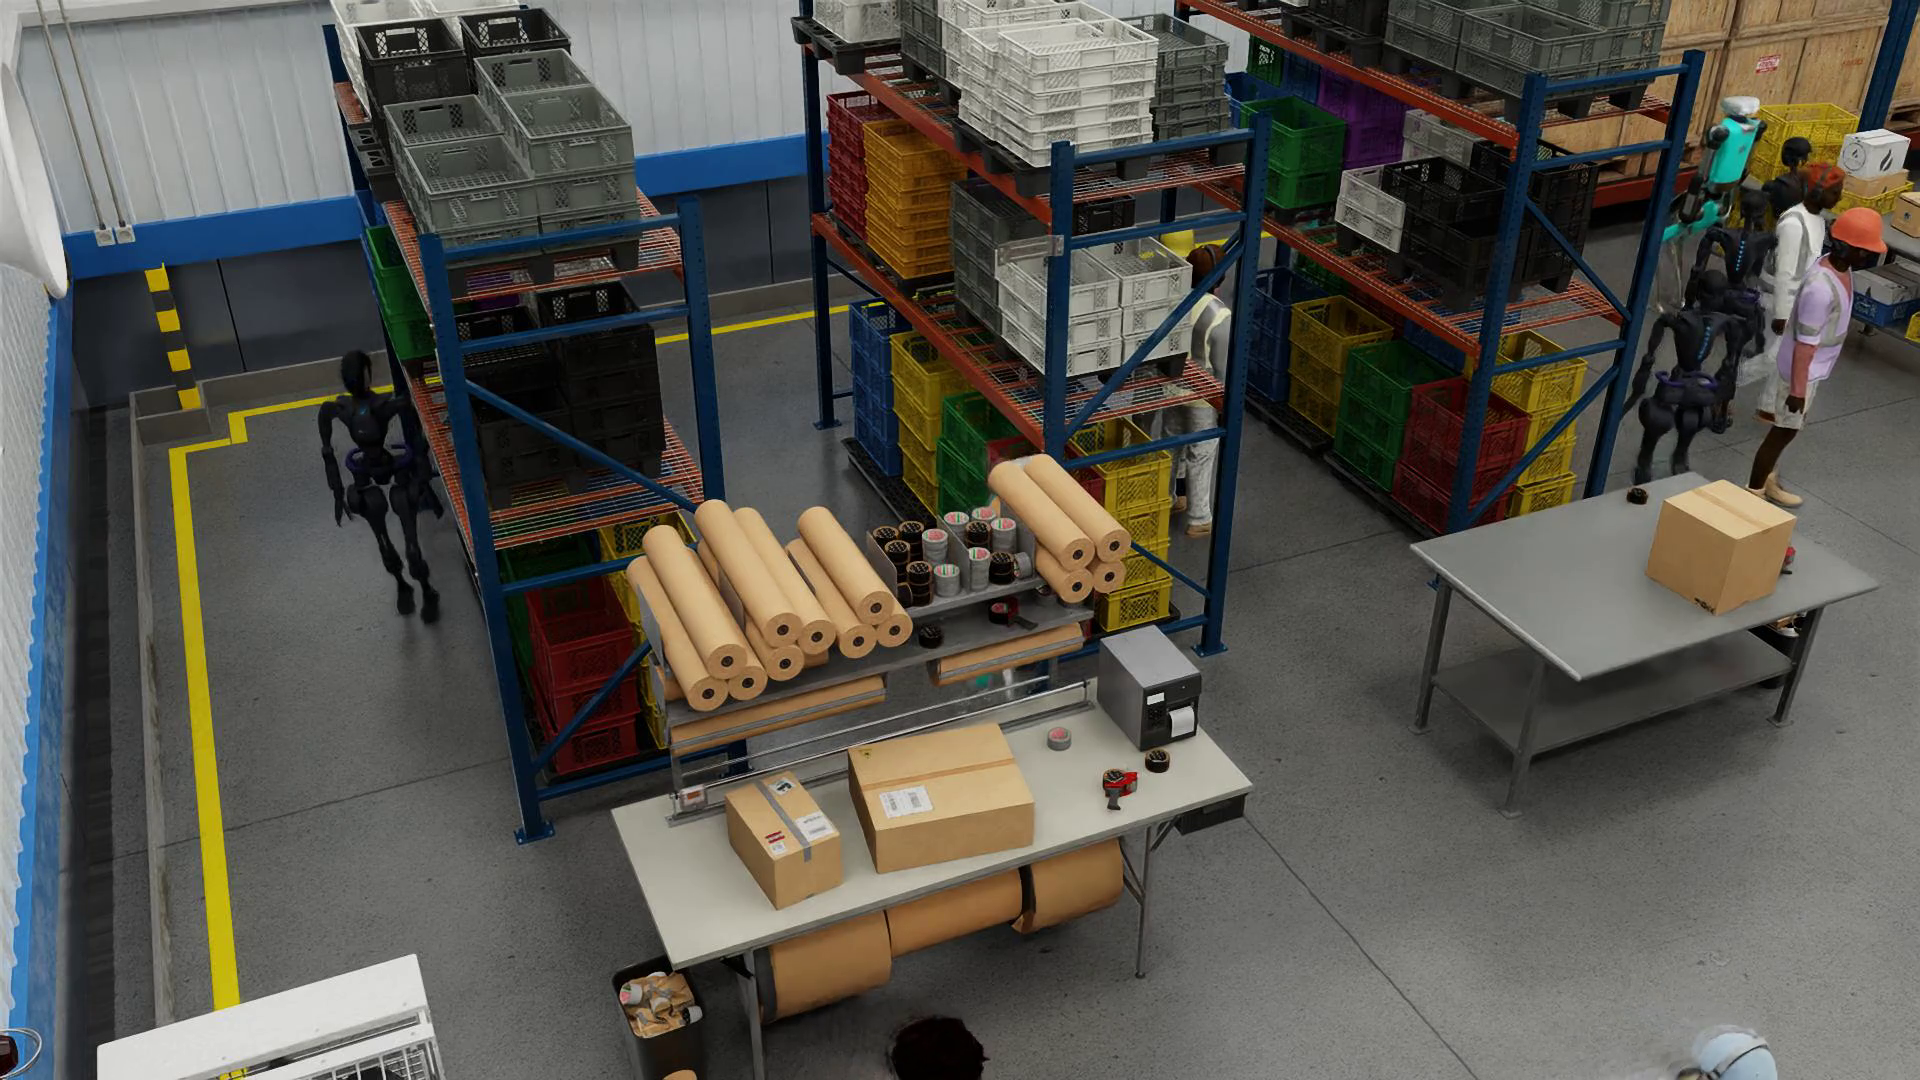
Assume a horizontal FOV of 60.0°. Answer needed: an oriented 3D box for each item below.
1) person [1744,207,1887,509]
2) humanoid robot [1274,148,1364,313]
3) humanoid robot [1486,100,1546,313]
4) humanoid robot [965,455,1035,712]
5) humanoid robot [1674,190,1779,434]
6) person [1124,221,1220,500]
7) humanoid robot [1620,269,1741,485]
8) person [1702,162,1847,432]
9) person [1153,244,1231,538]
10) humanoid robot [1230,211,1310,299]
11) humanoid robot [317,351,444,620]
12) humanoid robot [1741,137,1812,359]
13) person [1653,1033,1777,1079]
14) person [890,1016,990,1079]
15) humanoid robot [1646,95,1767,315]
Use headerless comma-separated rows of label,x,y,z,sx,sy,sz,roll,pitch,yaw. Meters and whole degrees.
person,5.105,-1.033,9.971,0.402,2.033,0.608,20,37,29
humanoid robot,2.702,-2.473,12.656,0.797,1.842,0.554,13,34,20
humanoid robot,4.264,-2.468,12.652,0.737,1.859,0.553,11,33,18
humanoid robot,0.205,0.371,8.078,0.538,1.907,0.702,-17,35,-25
humanoid robot,5.103,-1.527,11.093,0.599,1.657,0.315,15,35,22
person,1.276,-1.092,10.252,0.587,1.833,0.404,1,32,1
humanoid robot,4.305,-0.815,9.962,0.591,1.650,0.433,2,32,3
person,5.454,-1.599,11.042,0.611,1.863,0.603,27,41,36
person,1.411,-0.887,9.911,0.429,1.842,0.632,-21,37,-30
humanoid robot,2.443,-2.683,12.981,0.609,1.632,0.401,0,32,1
humanoid robot,-3.158,-0.309,9.130,0.585,1.637,0.390,-6,32,-9
humanoid robot,5.919,-2.085,12.026,0.602,1.642,0.376,-11,33,-17
person,2.076,2.094,5.086,0.600,1.821,0.612,-11,33,-18
person,-0.031,2.137,4.920,0.614,1.960,0.619,6,32,9
humanoid robot,5.613,-2.590,12.761,0.542,1.760,0.705,-15,35,-23
